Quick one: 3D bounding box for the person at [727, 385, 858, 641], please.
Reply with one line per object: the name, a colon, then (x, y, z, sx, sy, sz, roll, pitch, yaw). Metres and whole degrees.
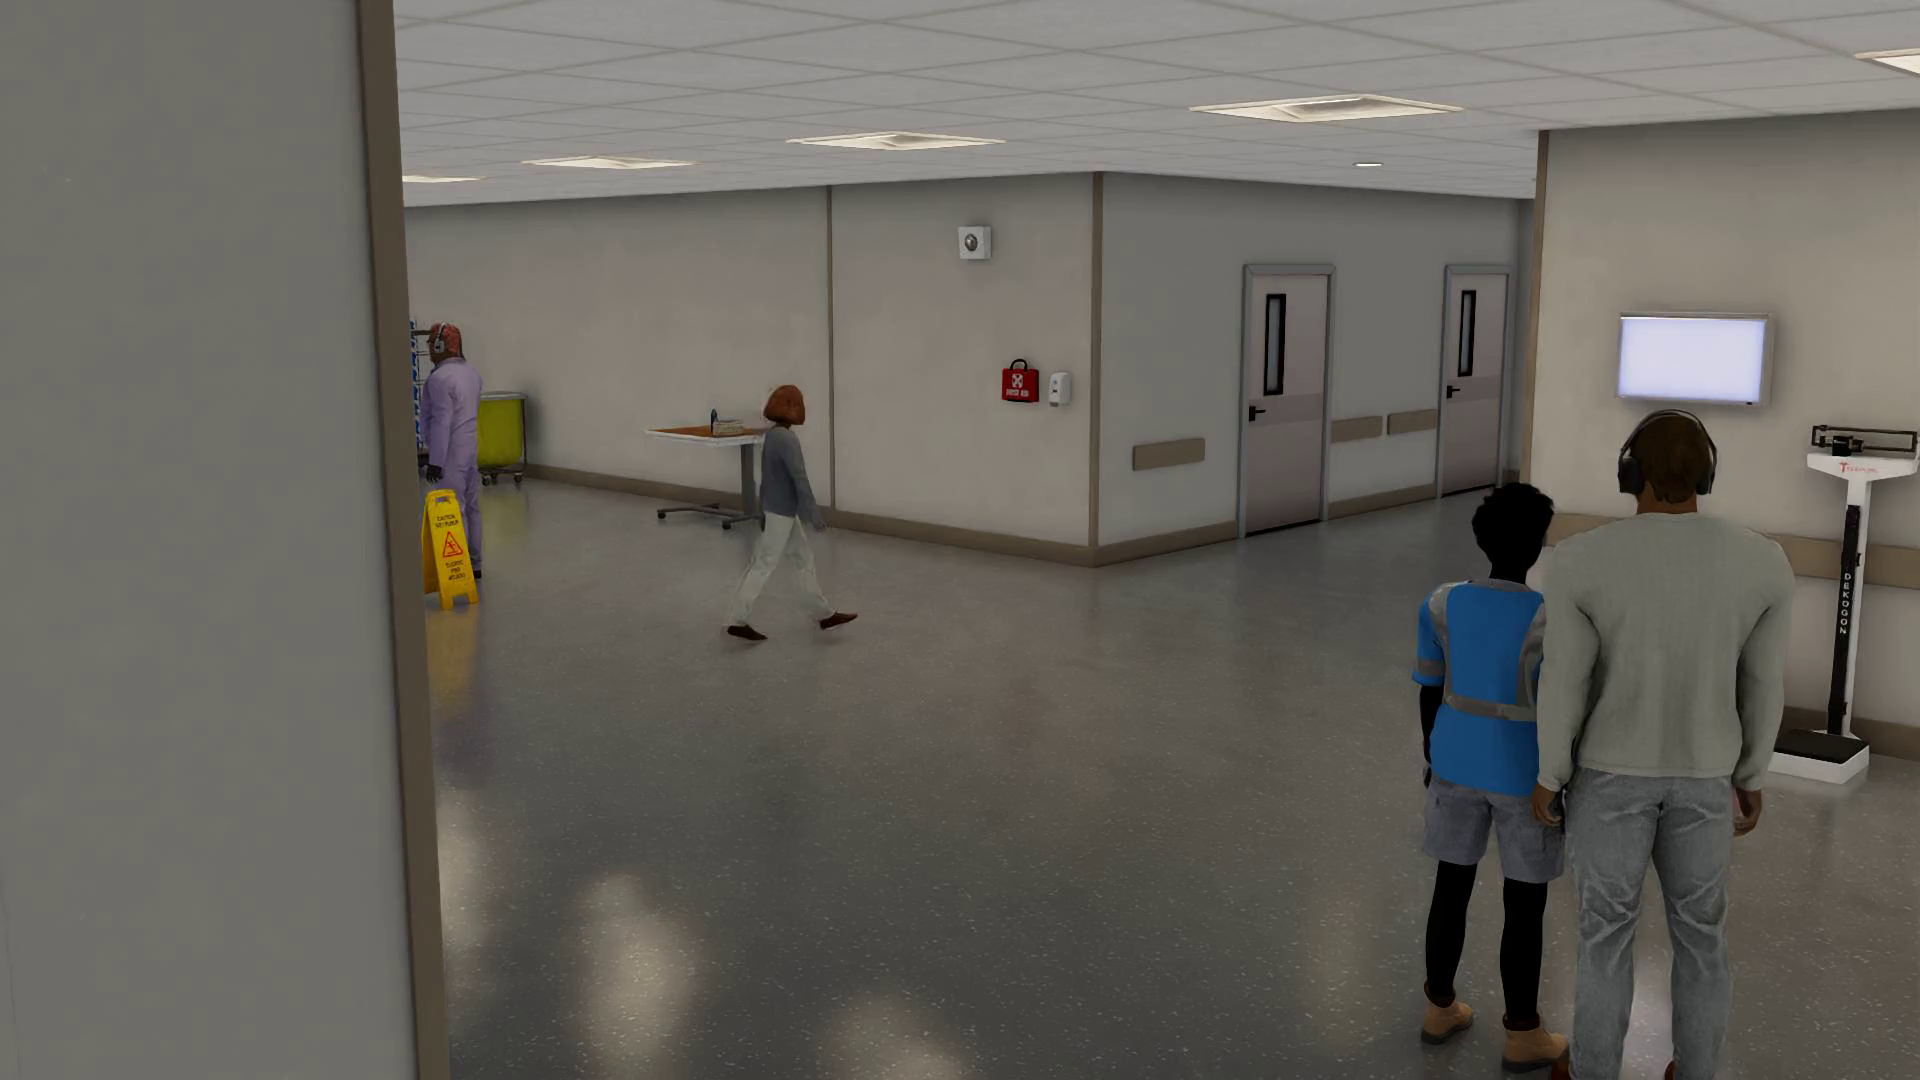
person: (-1.072, -0.165, 10.321, 0.872, 1.586, 0.502, -3, 10, -17)

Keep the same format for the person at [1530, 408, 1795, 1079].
person: (1.835, 0.620, 4.422, 0.627, 1.940, 0.372, 1, 9, 5)

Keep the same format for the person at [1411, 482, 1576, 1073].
person: (1.562, 0.679, 4.804, 0.316, 1.695, 0.541, -9, 13, -43)

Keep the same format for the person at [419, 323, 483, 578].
person: (-3.720, -0.619, 12.119, 0.408, 1.909, 0.638, 1, 9, 6)
